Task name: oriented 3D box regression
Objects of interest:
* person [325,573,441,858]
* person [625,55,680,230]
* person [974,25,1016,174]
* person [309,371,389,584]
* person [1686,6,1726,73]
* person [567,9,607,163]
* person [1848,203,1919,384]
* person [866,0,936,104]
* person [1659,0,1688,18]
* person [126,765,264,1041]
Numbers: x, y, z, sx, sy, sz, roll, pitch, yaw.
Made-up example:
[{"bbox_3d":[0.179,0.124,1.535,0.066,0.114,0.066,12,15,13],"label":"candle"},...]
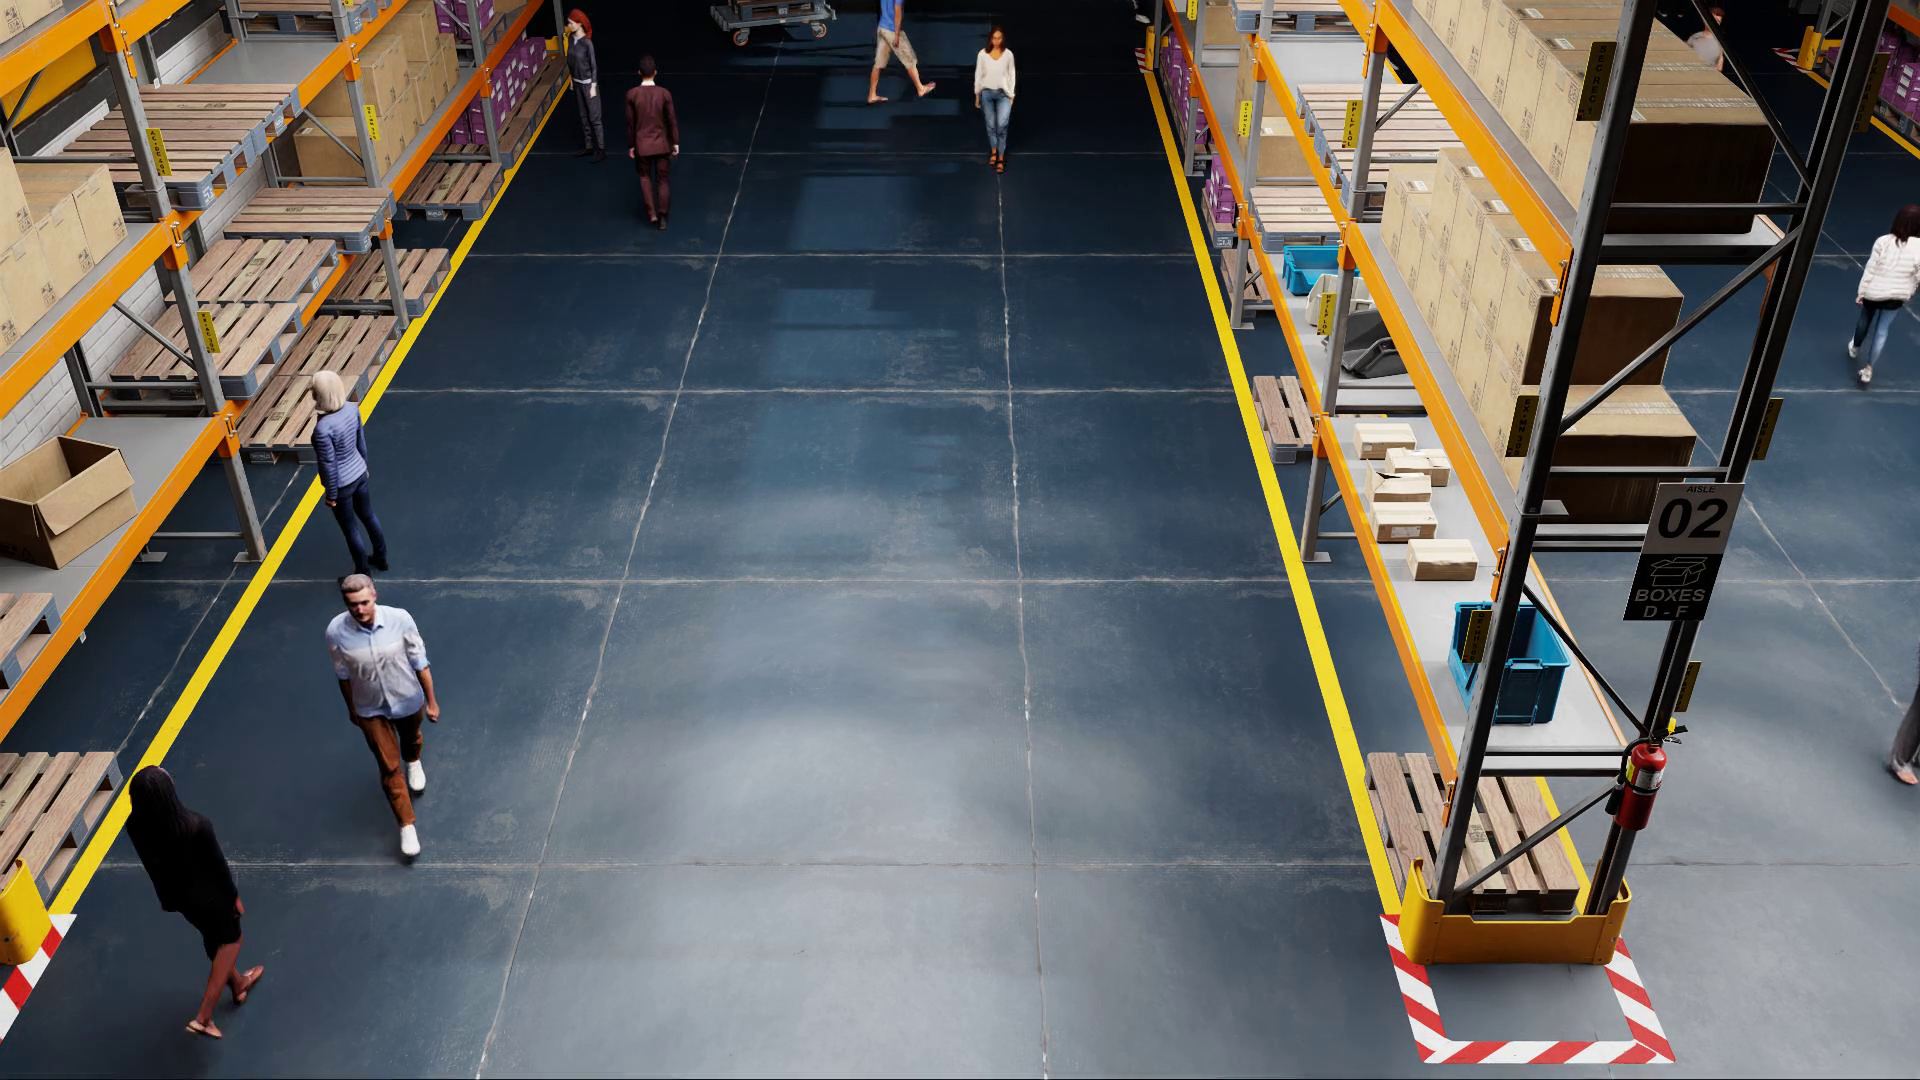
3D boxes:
[{"bbox_3d":[-3.455,0.920,10.051,0.987,1.783,1.246,-12,36,-18],"label":"person"},{"bbox_3d":[-3.263,-4.165,17.640,0.740,1.851,0.676,-5,34,-8],"label":"person"},{"bbox_3d":[0.416,-5.178,19.335,0.688,1.662,0.820,6,34,8],"label":"person"},{"bbox_3d":[-4.488,-0.460,12.162,0.768,1.745,0.586,10,35,14],"label":"person"},{"bbox_3d":[8.488,-5.249,19.246,0.767,1.878,0.871,10,35,14],"label":"person"},{"bbox_3d":[-4.382,-5.323,19.445,0.649,1.782,0.698,27,42,34],"label":"person"},{"bbox_3d":[8.292,-2.175,14.875,0.888,1.599,1.145,12,35,17],"label":"person"},{"bbox_3d":[-0.946,-6.401,21.036,1.163,1.816,1.187,-24,40,-31],"label":"person"},{"bbox_3d":[10.622,-8.441,24.427,0.544,1.460,0.508,2,34,3],"label":"person"},{"bbox_3d":[-4.011,1.916,8.629,0.723,1.699,0.961,6,34,9],"label":"person"}]
